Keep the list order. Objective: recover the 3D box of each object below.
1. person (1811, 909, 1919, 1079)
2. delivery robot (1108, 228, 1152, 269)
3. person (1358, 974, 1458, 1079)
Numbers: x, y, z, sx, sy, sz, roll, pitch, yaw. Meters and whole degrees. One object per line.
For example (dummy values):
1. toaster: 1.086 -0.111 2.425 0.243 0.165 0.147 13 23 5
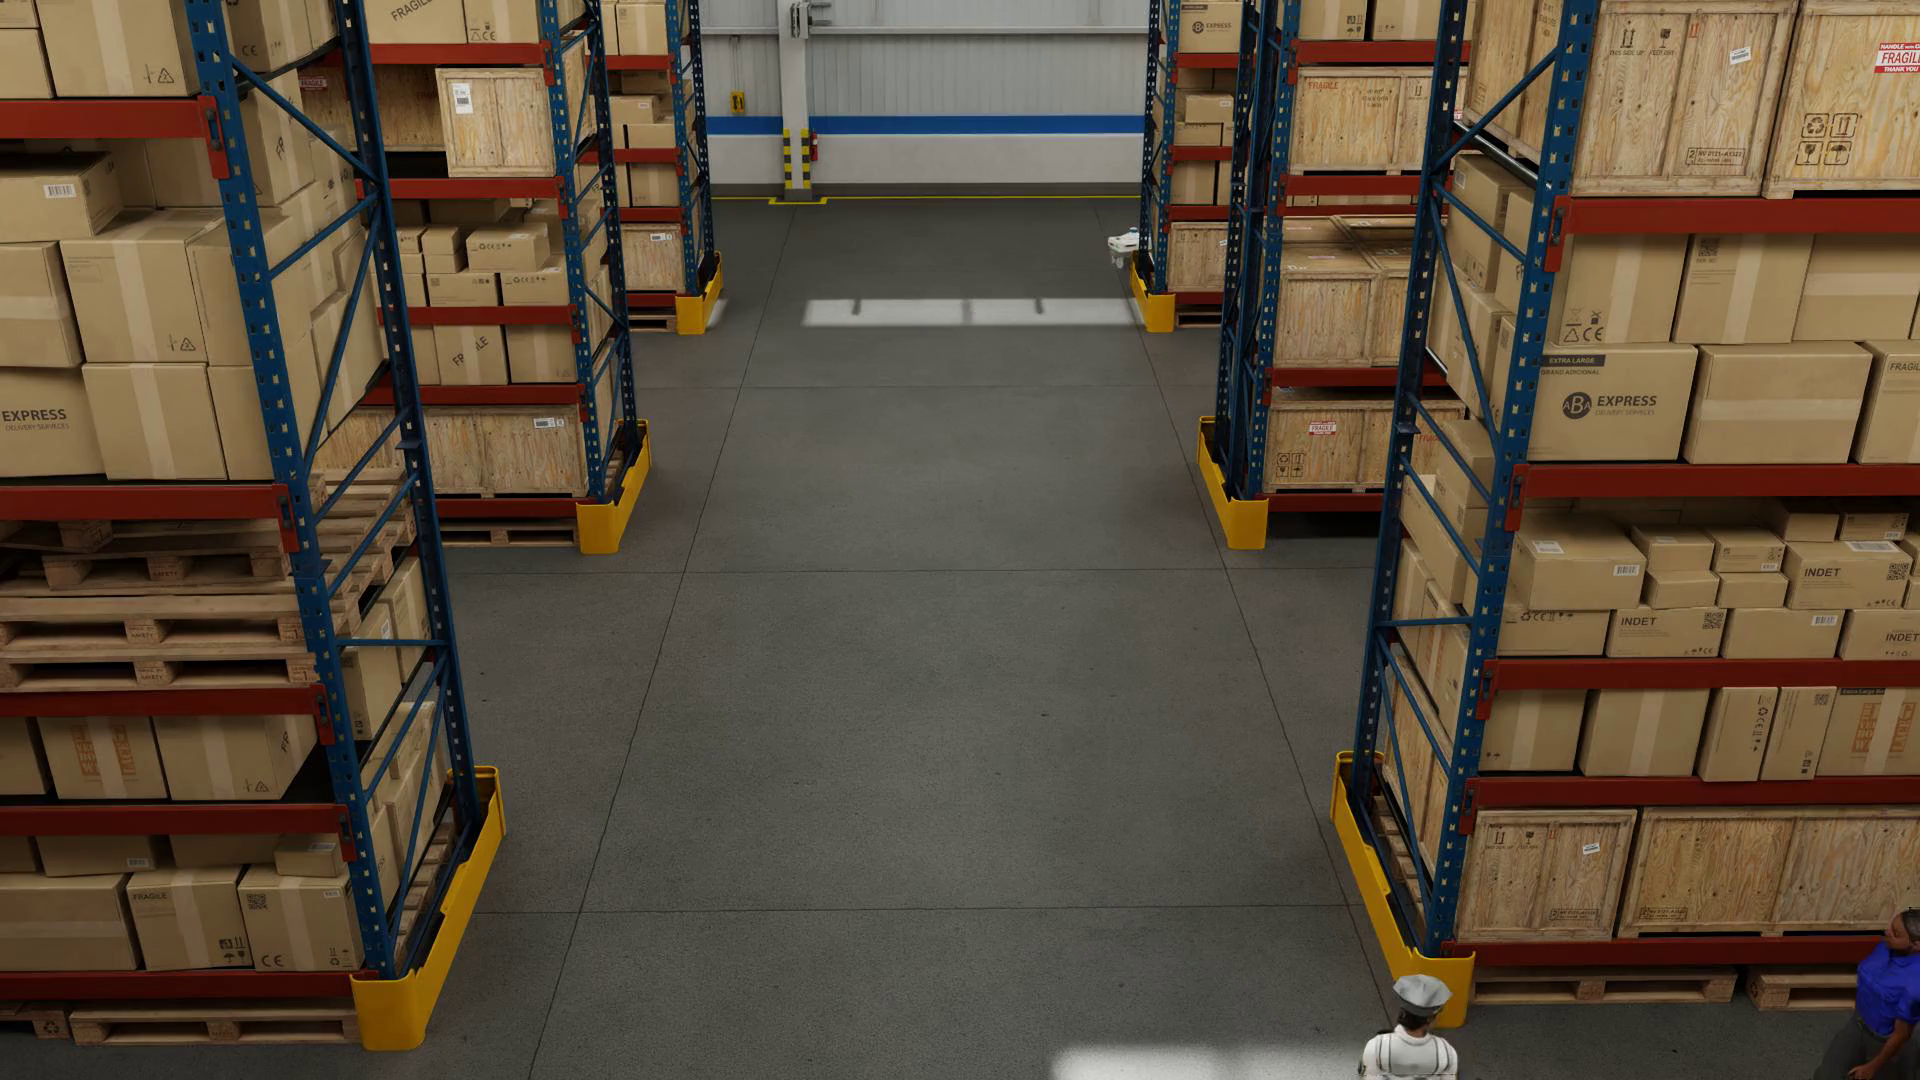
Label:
1. person: 4.610 2.566 8.476 0.725 1.641 0.459 -1 25 -1
2. delivery robot: 2.574 -4.312 24.686 0.754 0.536 0.667 -9 27 -18
3. person: 2.085 2.816 7.954 0.511 1.674 0.557 -1 25 -1
